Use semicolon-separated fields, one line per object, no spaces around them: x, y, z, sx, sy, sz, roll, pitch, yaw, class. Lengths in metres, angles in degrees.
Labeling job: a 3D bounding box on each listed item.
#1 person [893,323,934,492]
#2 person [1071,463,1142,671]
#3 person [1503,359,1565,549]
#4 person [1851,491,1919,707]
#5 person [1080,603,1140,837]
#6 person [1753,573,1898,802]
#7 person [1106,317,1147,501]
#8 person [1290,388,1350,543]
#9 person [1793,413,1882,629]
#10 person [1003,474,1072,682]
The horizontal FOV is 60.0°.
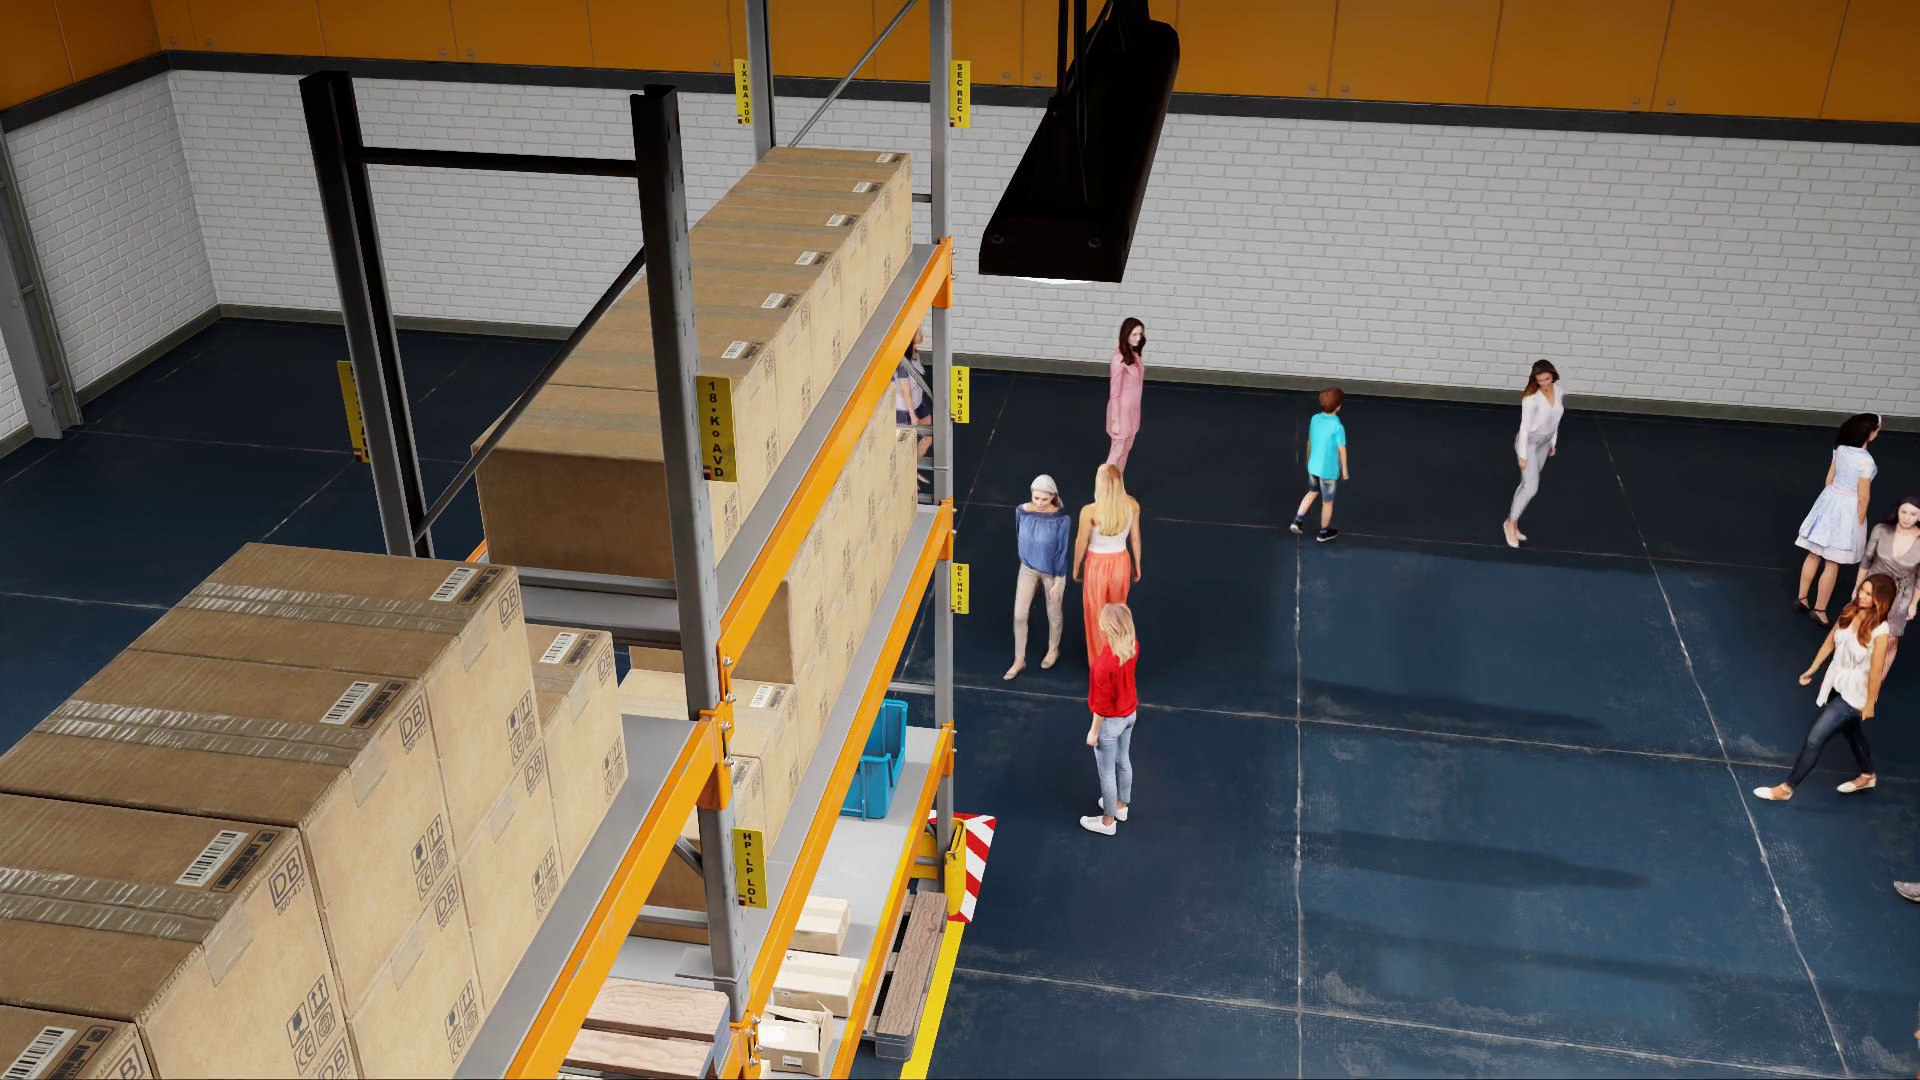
-0.544;-1.219;15.137;0.693;1.695;0.575;9;30;16;person
1.108;0.296;12.266;0.787;1.785;0.838;-5;29;-9;person
4.922;-0.754;14.236;0.755;1.742;0.682;22;35;34;person
6.723;0.419;12.084;0.661;1.743;0.651;19;34;30;person
0.994;1.155;10.775;0.742;1.705;0.595;19;34;30;person
5.958;1.005;11.010;0.780;1.743;1.081;-1;29;-1;person
1.464;-1.141;14.884;0.749;1.800;0.592;17;33;28;person
3.101;-0.628;14.320;0.814;1.440;0.750;-20;34;-32;person
6.907;-0.161;13.078;0.873;1.810;0.790;-6;29;-11;person
0.667;0.220;12.517;0.744;1.679;0.874;13;31;23;person
